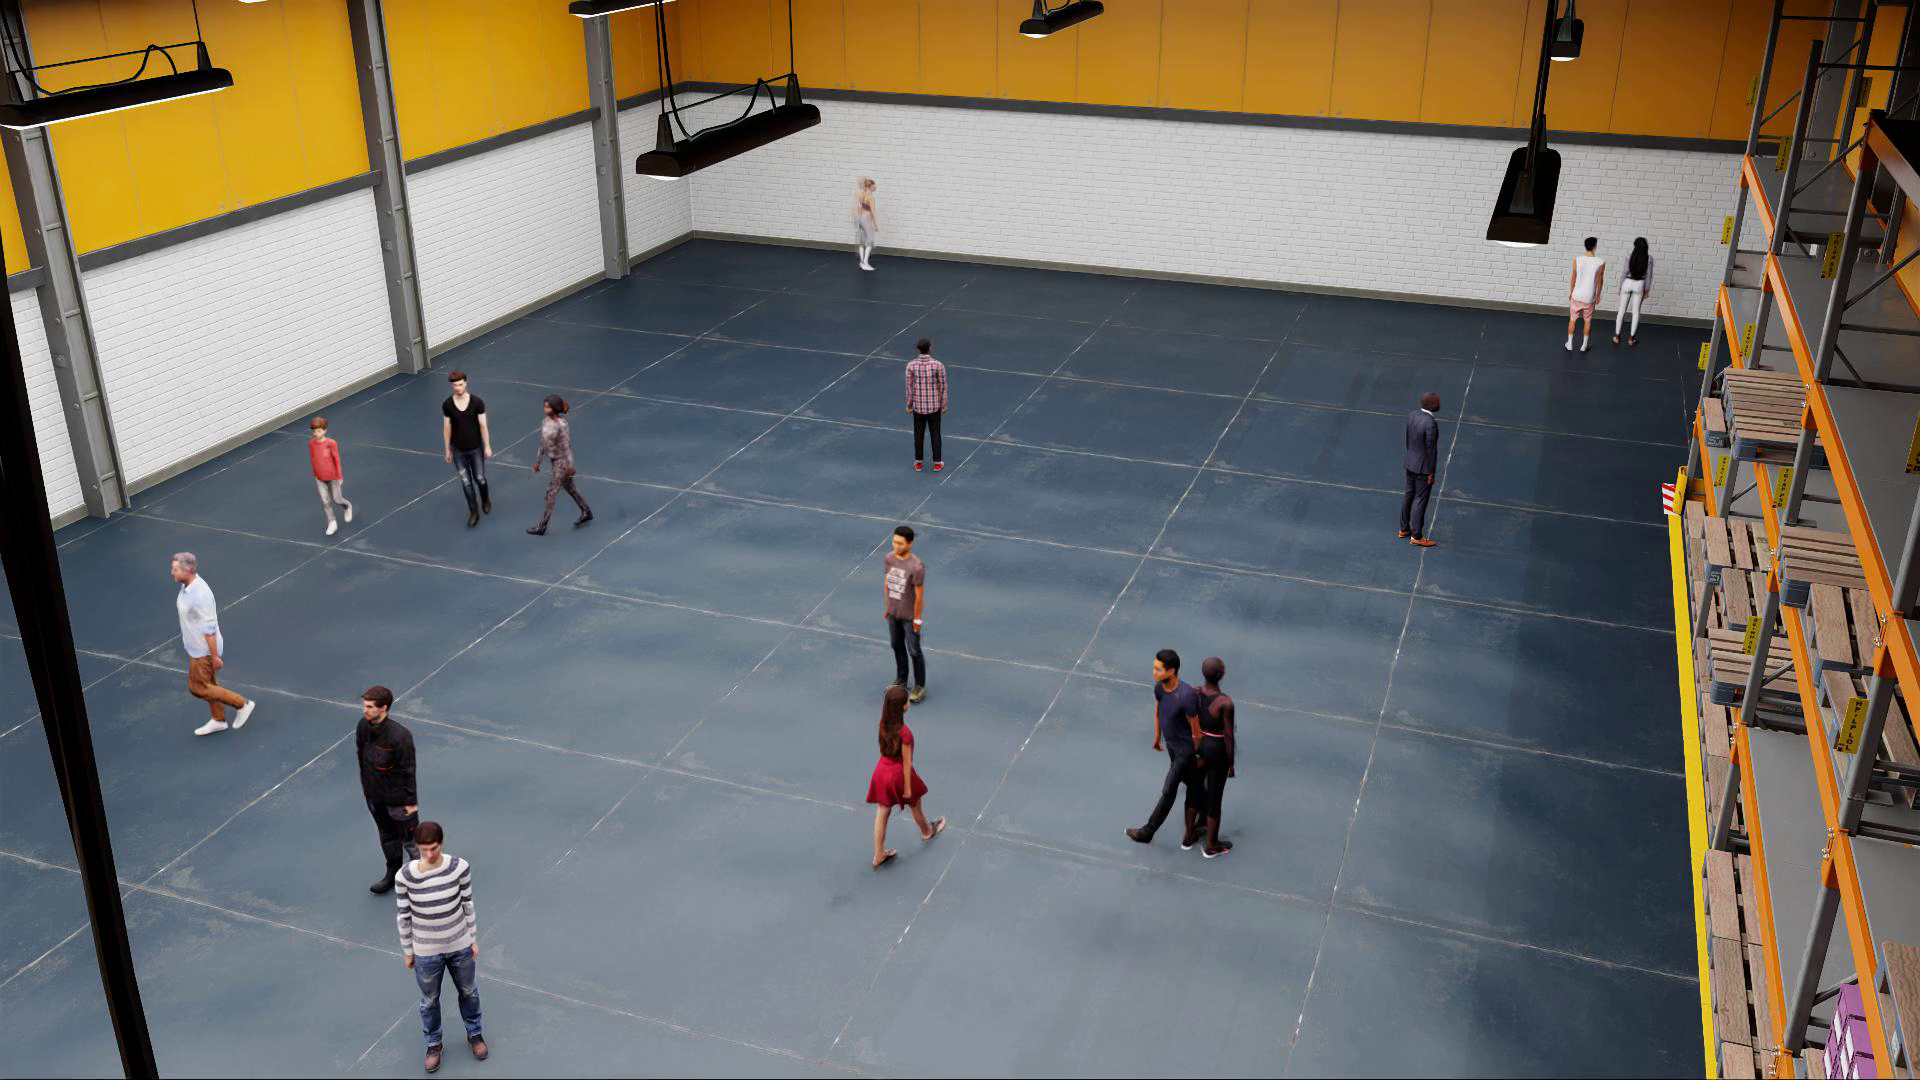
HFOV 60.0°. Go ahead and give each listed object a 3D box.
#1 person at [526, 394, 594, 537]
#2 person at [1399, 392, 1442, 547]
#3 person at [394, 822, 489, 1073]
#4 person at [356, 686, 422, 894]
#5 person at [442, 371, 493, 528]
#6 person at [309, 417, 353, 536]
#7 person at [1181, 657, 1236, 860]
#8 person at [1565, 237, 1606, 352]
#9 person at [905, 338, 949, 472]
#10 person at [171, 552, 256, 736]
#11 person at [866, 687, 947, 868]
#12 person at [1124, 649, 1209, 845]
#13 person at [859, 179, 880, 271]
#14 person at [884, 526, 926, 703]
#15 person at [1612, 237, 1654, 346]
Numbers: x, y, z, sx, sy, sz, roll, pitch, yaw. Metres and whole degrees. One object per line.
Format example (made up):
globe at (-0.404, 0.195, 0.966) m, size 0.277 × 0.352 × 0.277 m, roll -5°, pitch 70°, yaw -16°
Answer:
person at (-4.617, -0.891, 19.495) m, size 1.210 × 1.663 × 0.962 m, roll -19°, pitch 30°, yaw -37°
person at (5.318, -0.844, 19.188) m, size 0.853 × 1.824 × 0.745 m, roll -6°, pitch 24°, yaw -13°
person at (-3.463, 2.674, 11.104) m, size 0.719 × 1.852 × 0.759 m, roll -9°, pitch 25°, yaw -19°
person at (-4.364, 1.938, 12.806) m, size 0.754 × 1.838 × 0.627 m, roll 13°, pitch 27°, yaw 27°
person at (-5.835, -1.120, 19.745) m, size 0.850 × 1.884 × 0.931 m, roll -2°, pitch 24°, yaw -5°
person at (-7.425, -0.784, 19.575) m, size 0.619 × 1.403 × 0.779 m, roll 2°, pitch 24°, yaw 5°
person at (1.991, 1.730, 13.381) m, size 0.663 × 1.758 × 0.672 m, roll 21°, pitch 31°, yaw 39°
person at (9.810, -3.861, 26.138) m, size 0.641 × 1.785 × 0.582 m, roll 10°, pitch 26°, yaw 22°
person at (-0.427, -1.736, 21.309) m, size 0.756 × 1.760 × 0.699 m, roll 1°, pitch 24°, yaw 2°
person at (-6.809, 0.935, 15.131) m, size 0.950 × 1.813 × 0.889 m, roll -15°, pitch 28°, yaw -30°
person at (-0.567, 1.916, 13.255) m, size 0.801 × 1.517 × 1.060 m, roll 20°, pitch 30°, yaw 38°
person at (1.880, 1.679, 13.545) m, size 1.173 × 1.720 × 1.124 m, roll -11°, pitch 26°, yaw -23°
person at (-1.769, -5.877, 30.882) m, size 0.816 × 1.679 × 0.799 m, roll -21°, pitch 31°, yaw -40°
person at (-0.501, 0.673, 15.780) m, size 0.691 × 1.774 × 0.666 m, roll 20°, pitch 30°, yaw 38°
person at (10.728, -3.988, 26.508) m, size 0.609 × 1.720 × 0.513 m, roll 11°, pitch 26°, yaw 24°
